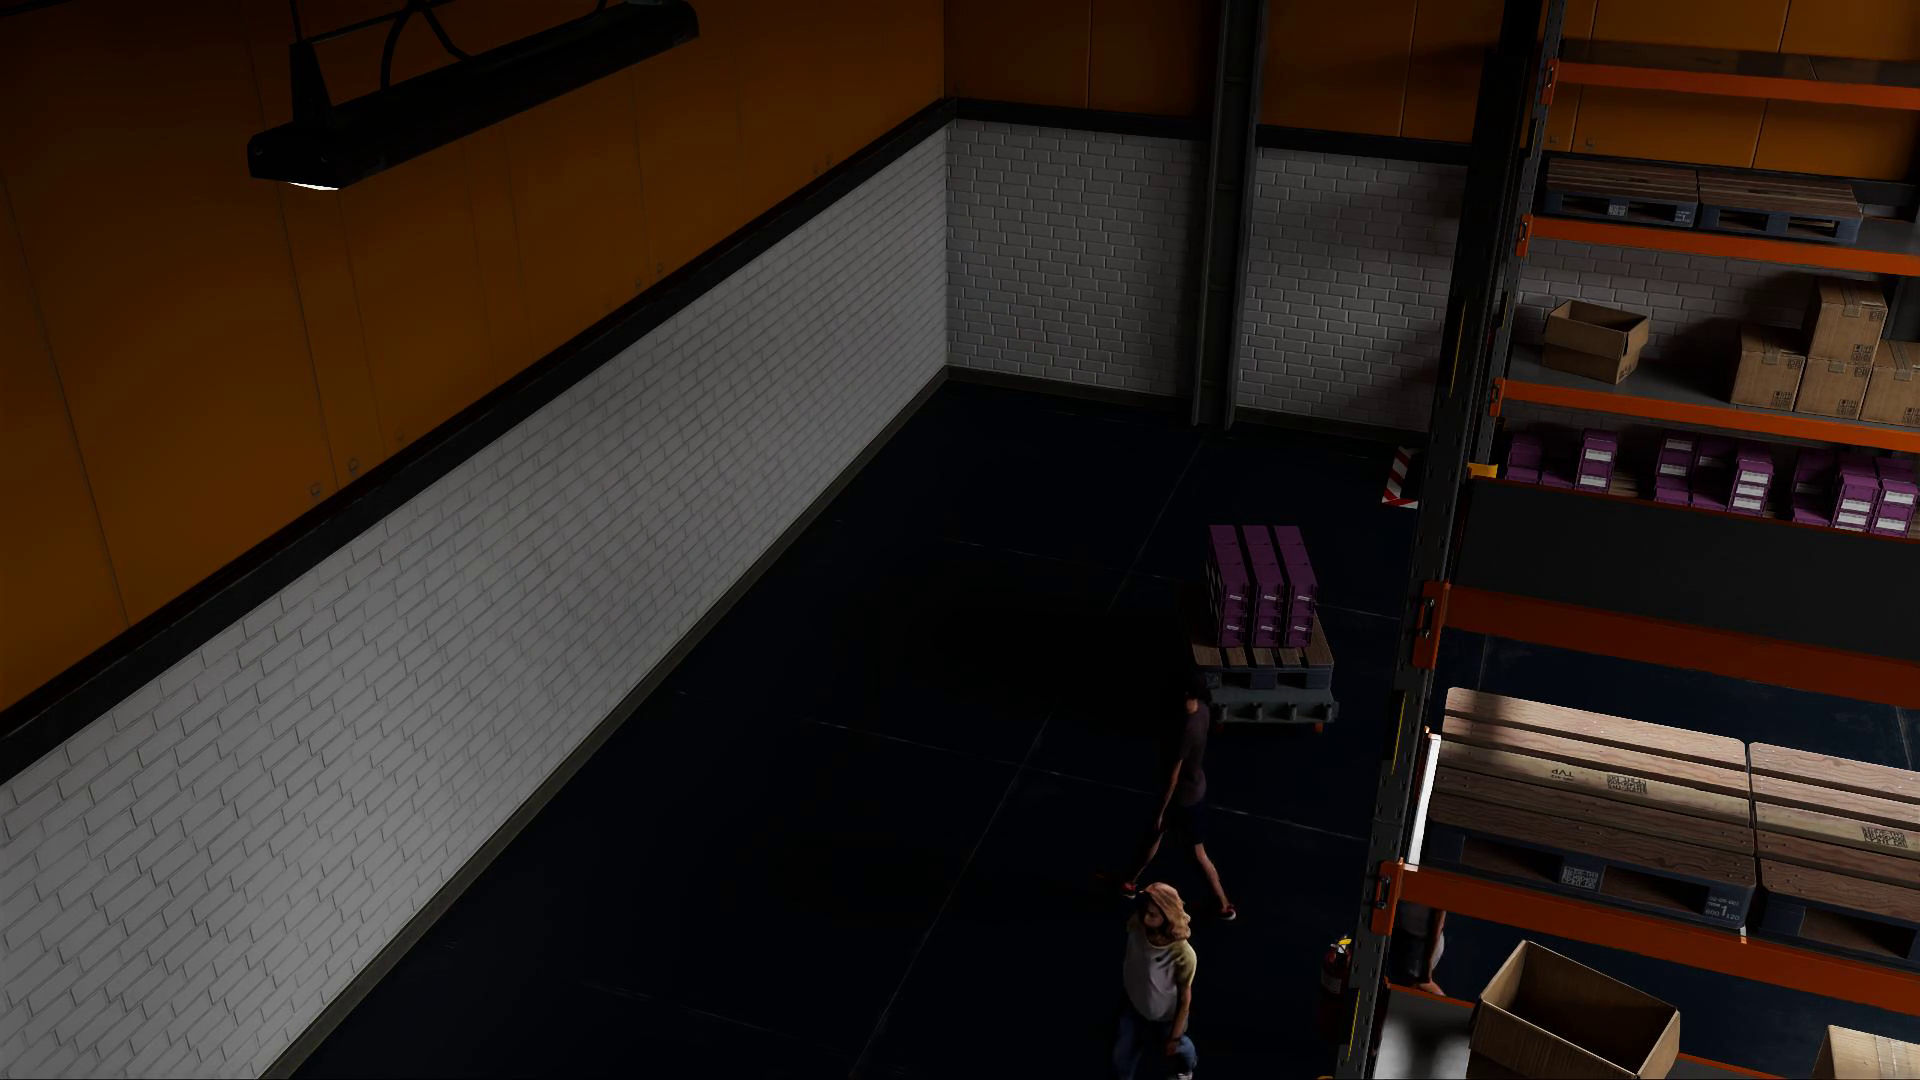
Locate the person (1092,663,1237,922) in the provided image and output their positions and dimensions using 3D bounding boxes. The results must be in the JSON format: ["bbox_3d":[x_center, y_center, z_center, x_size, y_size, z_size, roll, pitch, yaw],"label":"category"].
[{"bbox_3d":[1.431,1.596,10.111,1.164,1.804,0.706,8,30,15],"label":"person"}]

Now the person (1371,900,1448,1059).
[{"bbox_3d":[2.593,2.221,9.188,0.911,1.591,0.769,-2,29,-4],"label":"person"}]

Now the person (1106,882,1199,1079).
[{"bbox_3d":[1.095,2.441,8.714,1.046,1.659,1.207,-24,37,-37],"label":"person"}]
